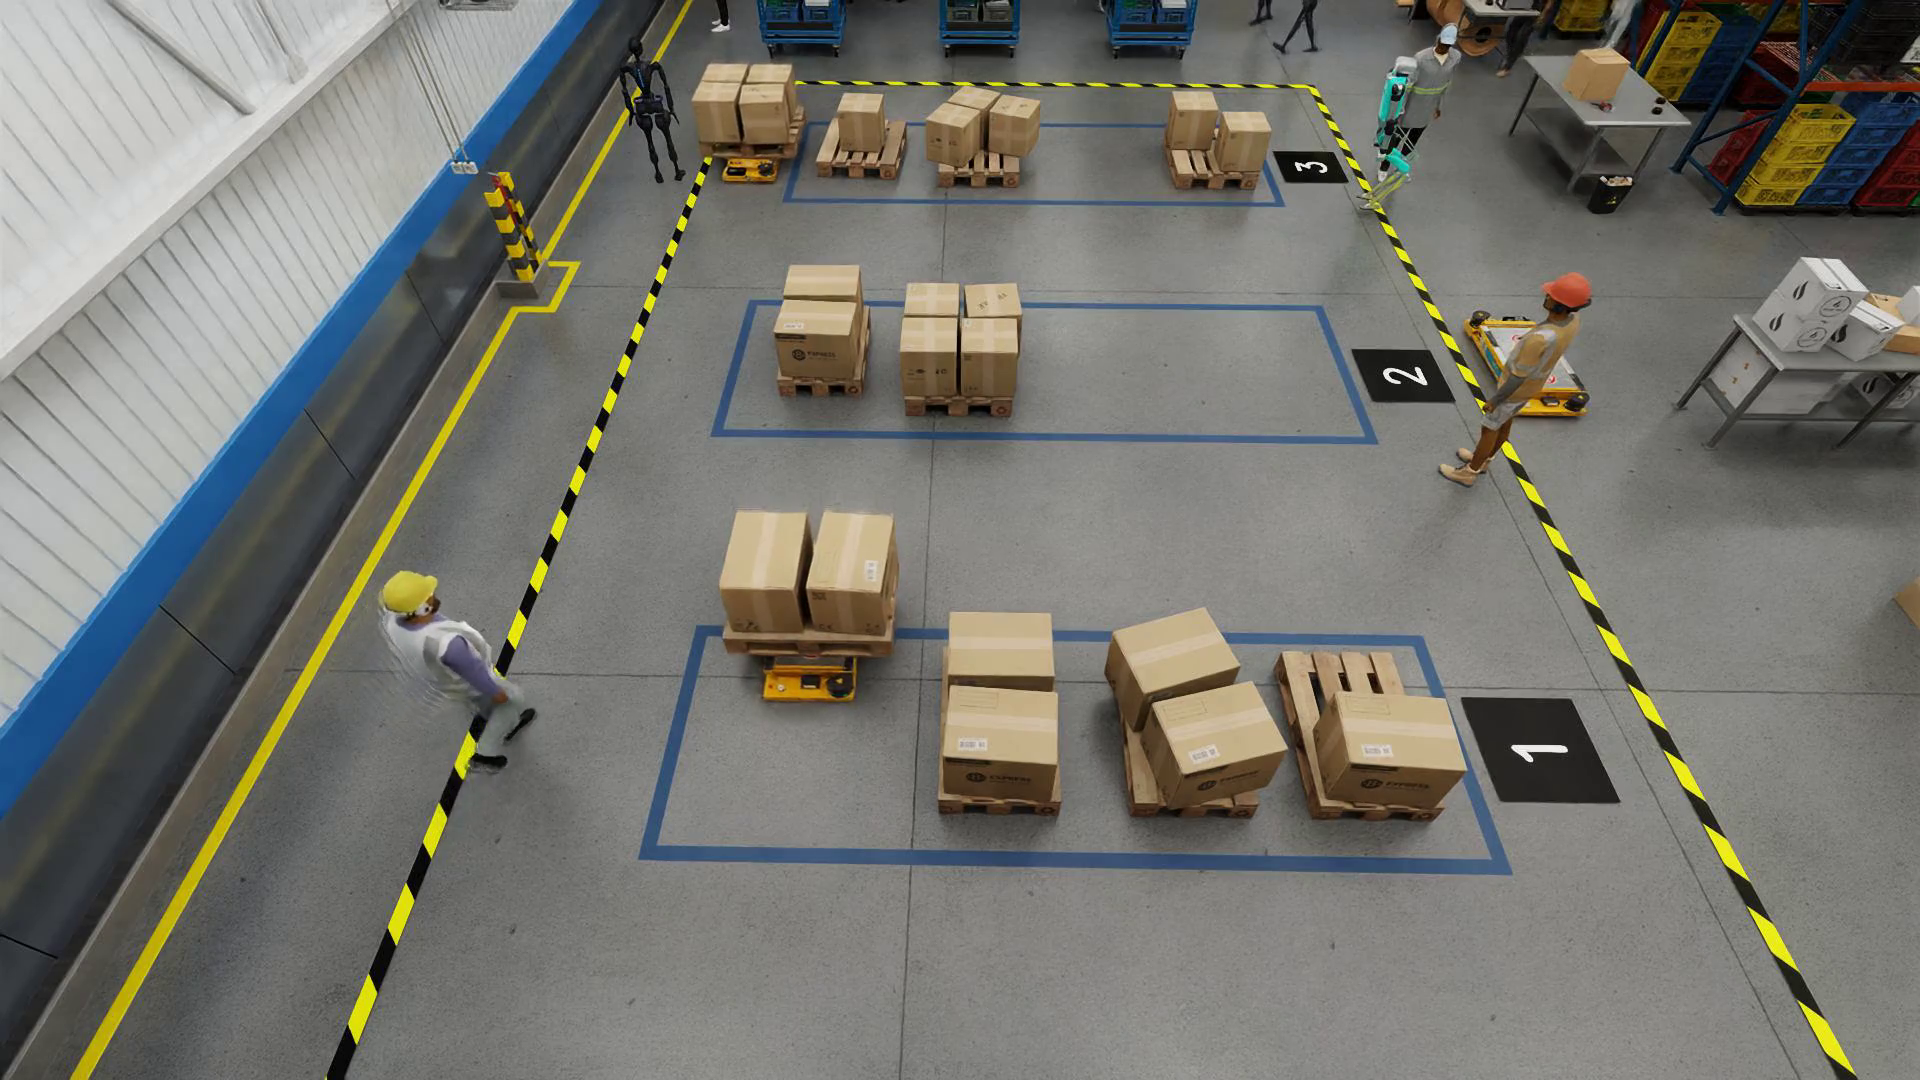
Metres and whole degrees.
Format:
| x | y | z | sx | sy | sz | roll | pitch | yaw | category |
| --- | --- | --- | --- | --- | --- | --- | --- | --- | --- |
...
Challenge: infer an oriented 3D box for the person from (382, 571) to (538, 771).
| x | y | z | sx | sy | sz | roll | pitch | yaw | category |
| --- | --- | --- | --- | --- | --- | --- | --- | --- | --- |
| -3.153 | 0.850 | 5.770 | 0.611 | 1.818 | 0.491 | 23 | 53 | 19 | person |

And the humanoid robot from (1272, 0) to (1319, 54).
| x | y | z | sx | sy | sz | roll | pitch | yaw | category |
| --- | --- | --- | --- | --- | --- | --- | --- | --- | --- |
| 5.224 | -8.170 | 13.699 | 0.736 | 1.617 | 0.609 | 10 | 50 | 8 | humanoid robot |

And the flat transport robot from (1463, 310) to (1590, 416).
| x | y | z | sx | sy | sz | roll | pitch | yaw | category |
| --- | --- | --- | --- | --- | --- | --- | --- | --- | --- |
| 5.573 | -1.757 | 9.054 | 0.659 | 0.231 | 1.431 | 1 | 49 | 1 | flat transport robot |

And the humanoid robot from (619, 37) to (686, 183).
| x | y | z | sx | sy | sz | roll | pitch | yaw | category |
| --- | --- | --- | --- | --- | --- | --- | --- | --- | --- |
| -3.738 | -5.178 | 11.074 | 0.599 | 1.657 | 0.315 | -7 | 49 | -6 | humanoid robot |

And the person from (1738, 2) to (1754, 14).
| x | y | z | sx | sy | sz | roll | pitch | yaw | category |
| --- | --- | --- | --- | --- | --- | --- | --- | --- | --- |
| 13.146 | -9.539 | 14.625 | 0.398 | 2.040 | 0.606 | 17 | 51 | 14 | person |

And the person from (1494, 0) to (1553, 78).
| x | y | z | sx | sy | sz | roll | pitch | yaw | category |
| --- | --- | --- | --- | --- | --- | --- | --- | --- | --- |
| 8.126 | -7.519 | 13.010 | 0.424 | 1.822 | 0.503 | -26 | 54 | -21 | person |

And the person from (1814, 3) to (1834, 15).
| x | y | z | sx | sy | sz | roll | pitch | yaw | category |
| --- | --- | --- | --- | --- | --- | --- | --- | --- | --- |
| 12.965 | -8.196 | 13.637 | 0.522 | 1.768 | 0.310 | -26 | 54 | -21 | person |

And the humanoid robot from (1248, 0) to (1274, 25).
| x | y | z | sx | sy | sz | roll | pitch | yaw | category |
| --- | --- | --- | --- | --- | --- | --- | --- | --- | --- |
| 4.928 | -9.080 | 14.465 | 0.537 | 1.639 | 0.613 | -12 | 50 | -10 | humanoid robot |

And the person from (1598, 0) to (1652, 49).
| x | y | z | sx | sy | sz | roll | pitch | yaw | category |
| --- | --- | --- | --- | --- | --- | --- | --- | --- | --- |
| 9.394 | -7.352 | 12.857 | 0.755 | 1.846 | 0.526 | -18 | 51 | -15 | person |

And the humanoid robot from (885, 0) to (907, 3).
| x | y | z | sx | sy | sz | roll | pitch | yaw | category |
| --- | --- | --- | --- | --- | --- | --- | --- | --- | --- |
| -1.115 | -9.829 | 15.098 | 0.599 | 1.659 | 0.315 | 20 | 52 | 17 | humanoid robot |

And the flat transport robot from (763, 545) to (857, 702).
| x | y | z | sx | sy | sz | roll | pitch | yaw | category |
| --- | --- | --- | --- | --- | --- | --- | --- | --- | --- |
| -1.081 | 0.572 | 7.020 | 0.652 | 0.197 | 1.431 | 1 | 49 | 1 | flat transport robot |

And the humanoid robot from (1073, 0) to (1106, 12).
| x | y | z | sx | sy | sz | roll | pitch | yaw | category |
| --- | --- | --- | --- | --- | --- | --- | --- | --- | --- |
| 2.179 | -9.496 | 14.823 | 0.555 | 1.842 | 0.890 | -30 | 55 | -23 | humanoid robot |

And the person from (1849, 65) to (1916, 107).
| x | y | z | sx | sy | sz | roll | pitch | yaw | category |
| --- | --- | --- | --- | --- | --- | --- | --- | --- | --- |
| 11.952 | -6.060 | 11.737 | 0.626 | 1.846 | 0.429 | -19 | 52 | -15 | person |

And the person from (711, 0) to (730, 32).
| x | y | z | sx | sy | sz | roll | pitch | yaw | category |
| --- | --- | --- | --- | --- | --- | --- | --- | --- | --- |
| -3.874 | -8.914 | 14.189 | 0.328 | 1.873 | 0.514 | -4 | 49 | -3 | person |

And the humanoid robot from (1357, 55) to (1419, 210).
| x | y | z | sx | sy | sz | roll | pitch | yaw | category |
| --- | --- | --- | --- | --- | --- | --- | --- | --- | --- |
| 5.024 | -4.593 | 10.447 | 0.735 | 1.679 | 0.533 | 9 | 50 | 8 | humanoid robot |

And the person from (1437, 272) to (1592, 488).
| x | y | z | sx | sy | sz | roll | pitch | yaw | category |
| --- | --- | --- | --- | --- | --- | --- | --- | --- | --- |
| 4.515 | -1.267 | 7.456 | 0.606 | 2.048 | 0.365 | -31 | 56 | -24 | person |

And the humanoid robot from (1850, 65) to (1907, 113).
| x | y | z | sx | sy | sz | roll | pitch | yaw | category |
| --- | --- | --- | --- | --- | --- | --- | --- | --- | --- |
| 11.399 | -5.608 | 11.459 | 0.324 | 1.654 | 0.583 | 15 | 51 | 13 | humanoid robot |

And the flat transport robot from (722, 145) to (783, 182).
| x | y | z | sx | sy | sz | roll | pitch | yaw | category |
| --- | --- | --- | --- | --- | --- | --- | --- | --- | --- |
| -2.653 | -5.110 | 11.938 | 0.652 | 0.197 | 1.431 | 1 | 49 | 1 | flat transport robot |

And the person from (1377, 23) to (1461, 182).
| x | y | z | sx | sy | sz | roll | pitch | yaw | category |
| --- | --- | --- | --- | --- | --- | --- | --- | --- | --- |
| 5.528 | -5.197 | 10.985 | 0.596 | 1.849 | 0.388 | -6 | 49 | -5 | person |
